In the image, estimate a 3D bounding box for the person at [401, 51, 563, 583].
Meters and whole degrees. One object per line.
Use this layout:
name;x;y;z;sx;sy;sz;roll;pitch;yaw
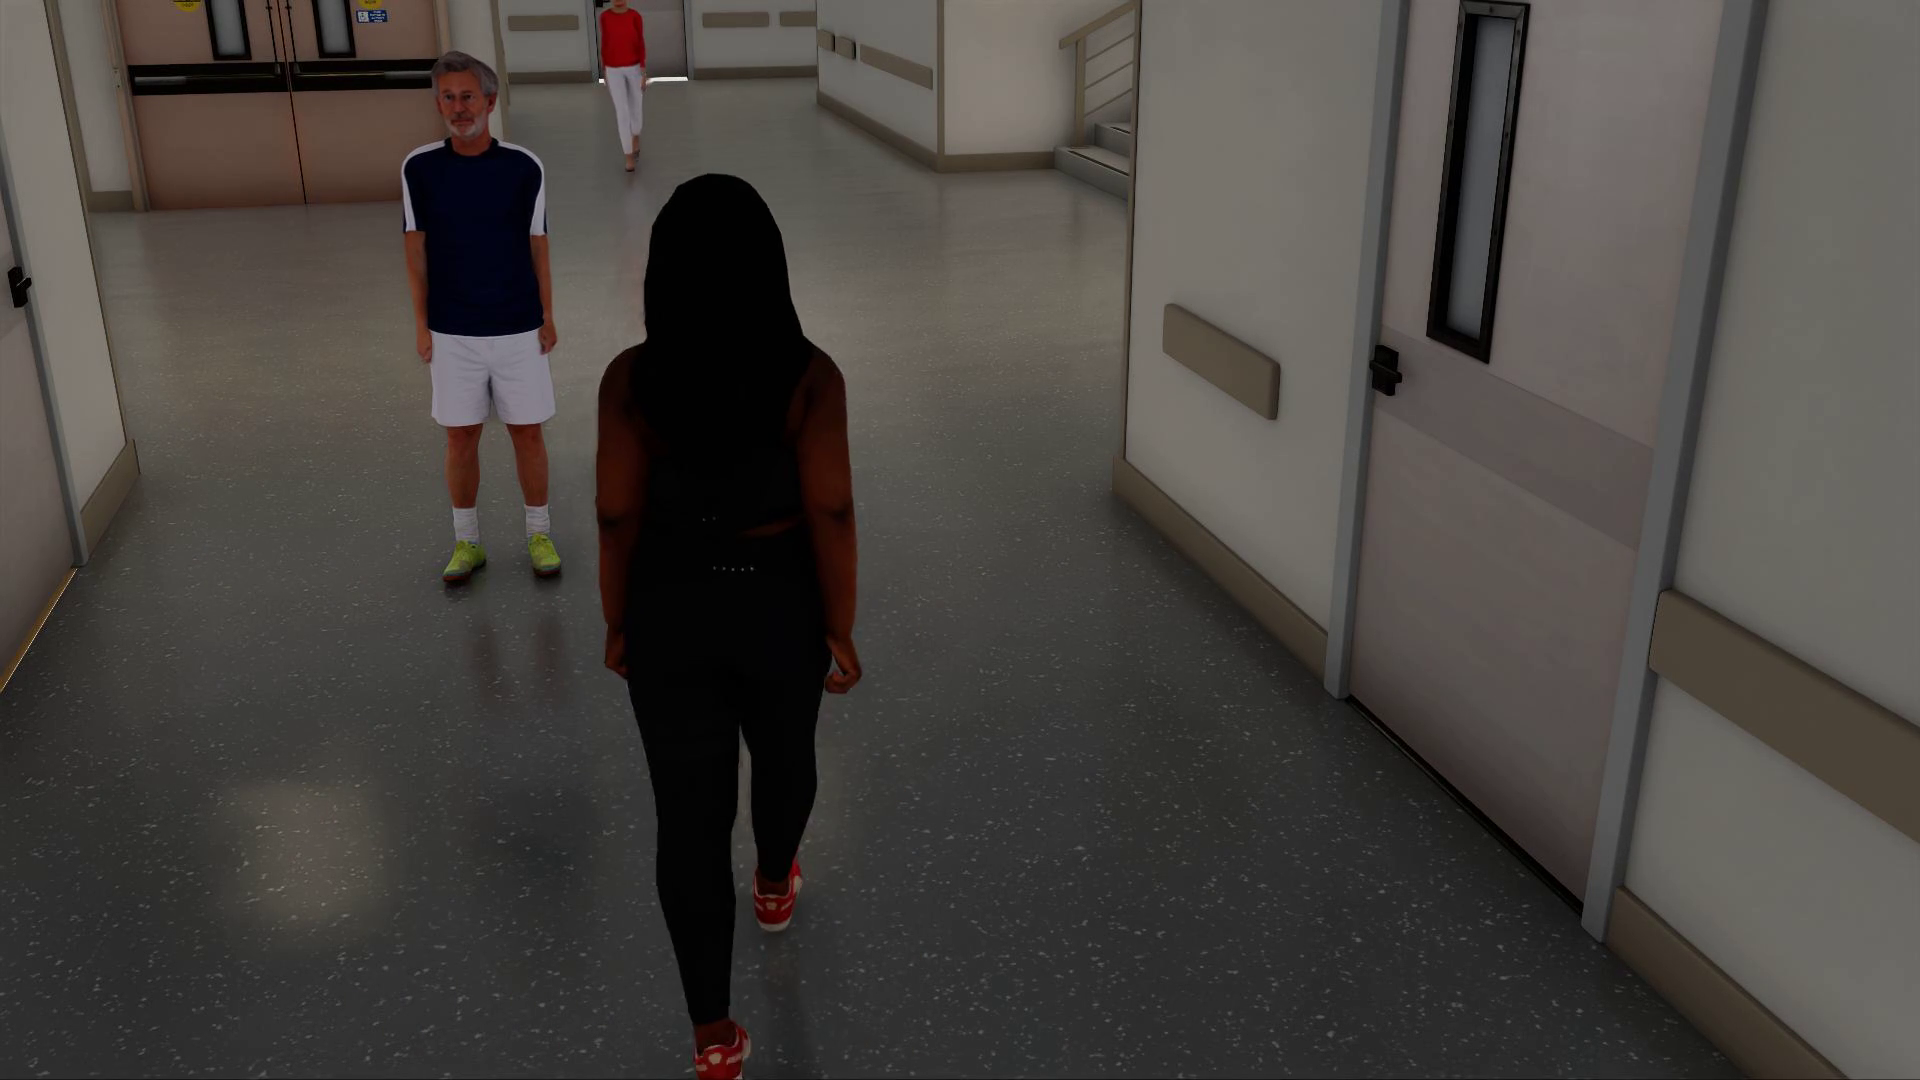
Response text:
person;-1.654;-0.761;5.791;0.489;1.839;0.694;-5;21;-12

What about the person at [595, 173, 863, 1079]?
person;-0.464;0.225;3.279;1.171;1.773;0.870;-2;21;-5

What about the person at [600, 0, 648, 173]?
person;-3.061;-4.244;15.217;0.955;1.675;0.670;-3;21;-8
